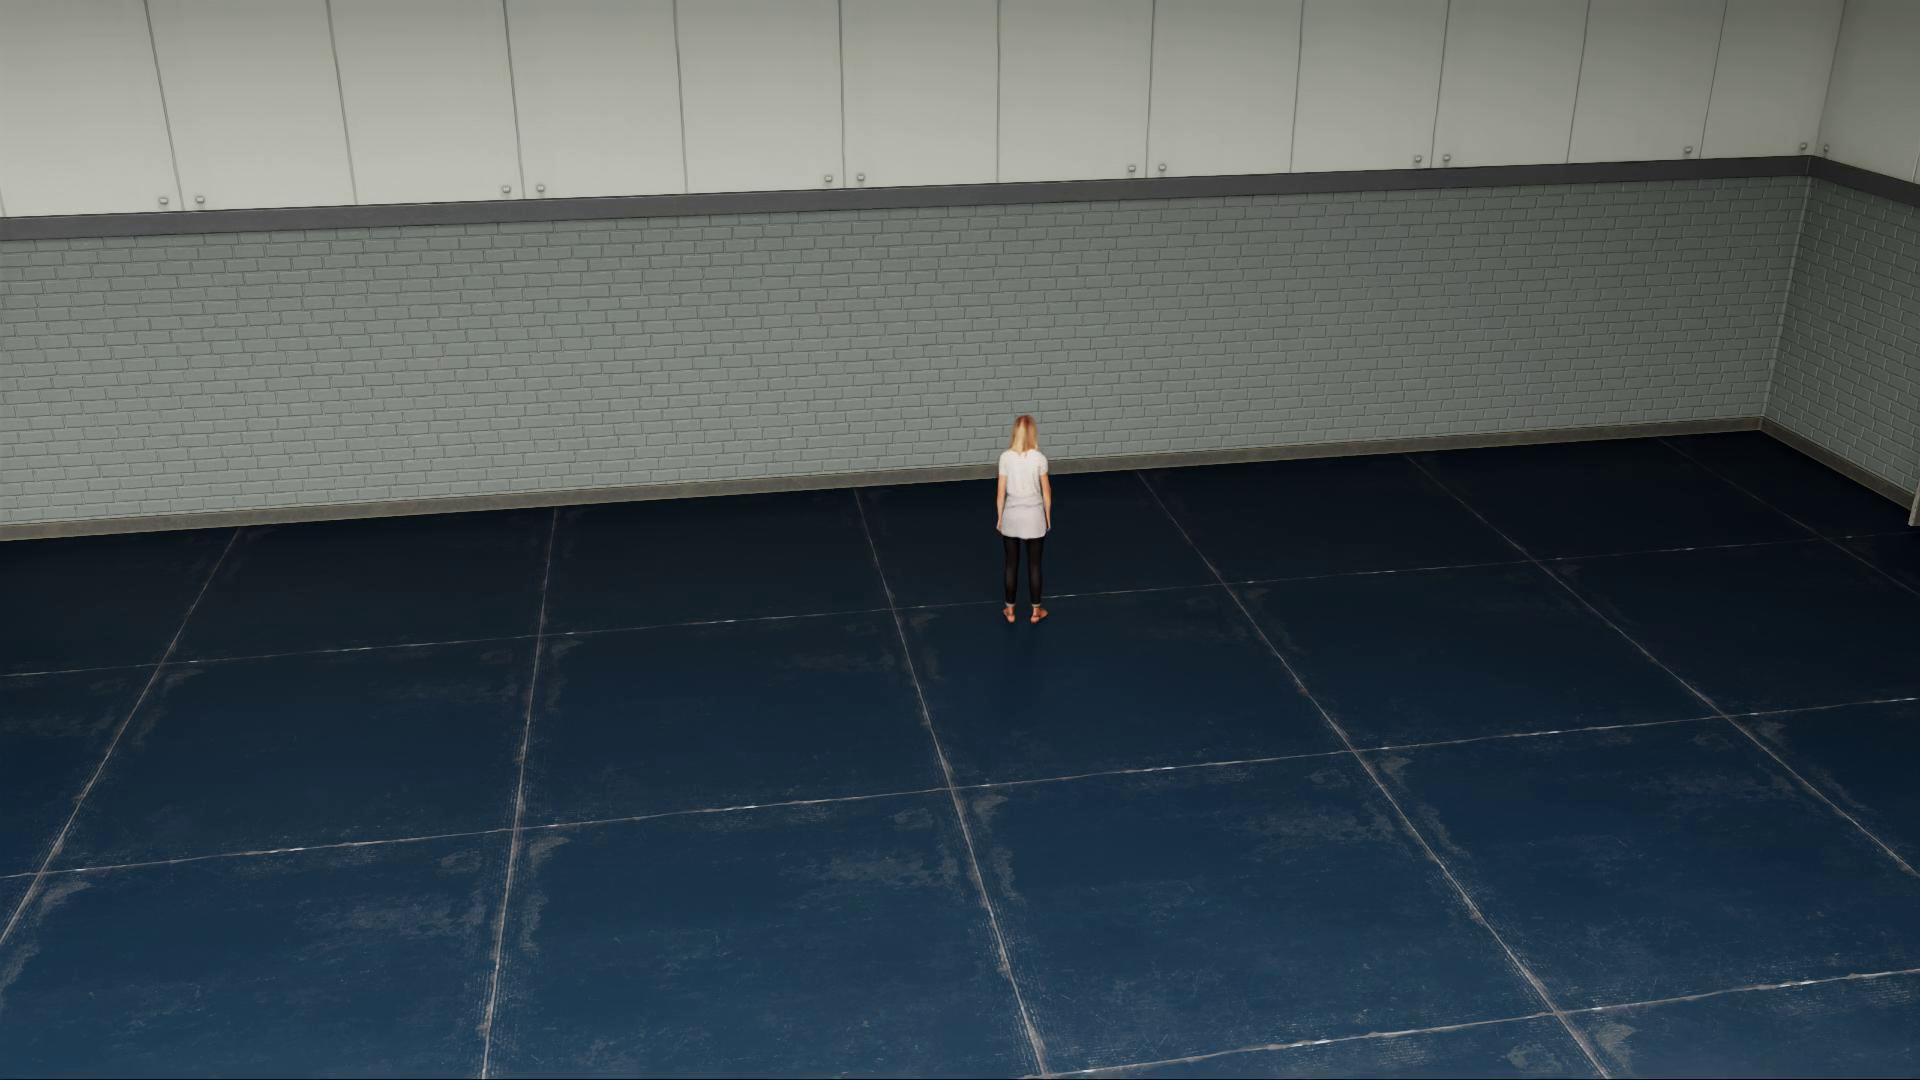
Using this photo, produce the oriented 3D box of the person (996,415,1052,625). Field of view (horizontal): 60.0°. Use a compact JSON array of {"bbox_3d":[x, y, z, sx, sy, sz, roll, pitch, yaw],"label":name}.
[{"bbox_3d":[0.531,-0.167,13.926,0.673,1.824,0.631,3,23,7],"label":"person"}]
